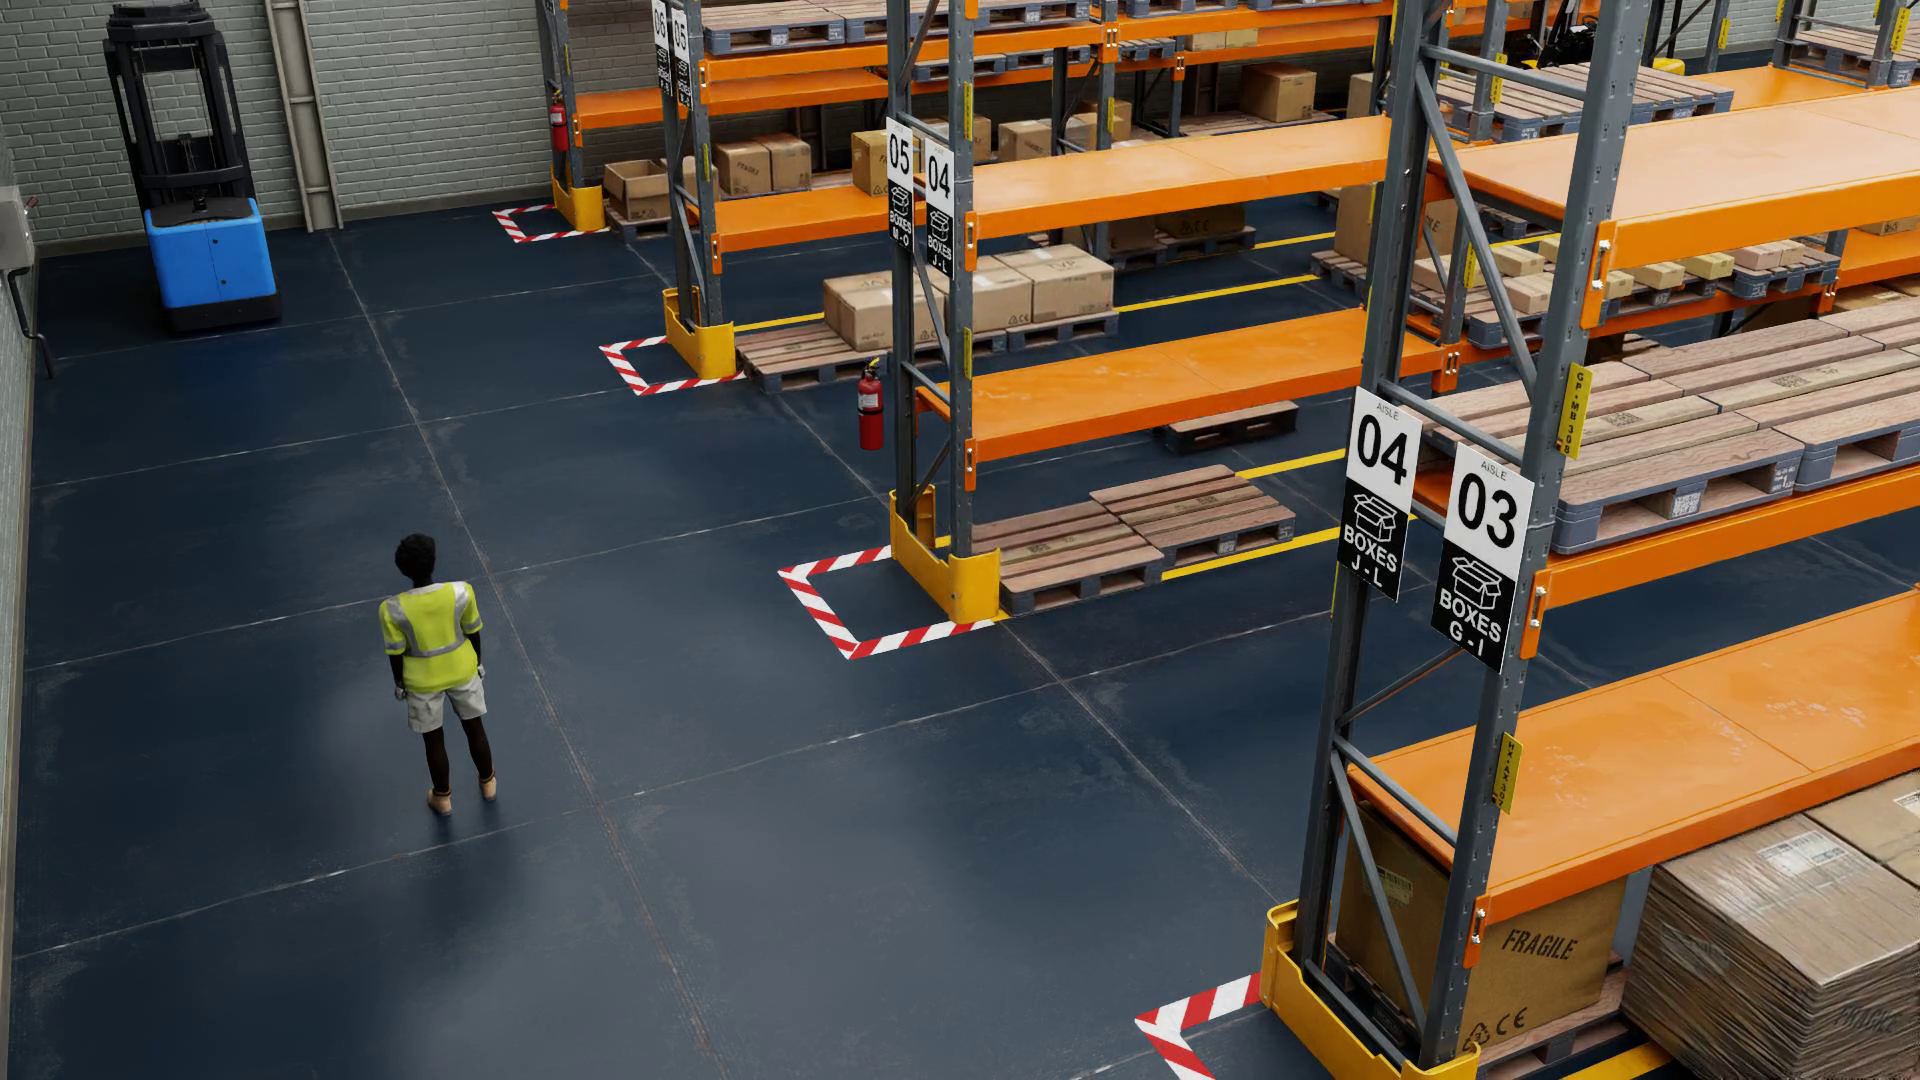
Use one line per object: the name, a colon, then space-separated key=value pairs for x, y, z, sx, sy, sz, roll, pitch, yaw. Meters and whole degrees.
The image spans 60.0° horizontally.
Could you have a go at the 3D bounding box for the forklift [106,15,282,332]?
forklift: x=-7.548 y=-3.672 z=16.323 sx=1.129 sy=2.768 sz=1.873 roll=-12 pitch=30 yaw=-22

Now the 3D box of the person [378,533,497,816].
person: x=-2.855 y=0.744 z=9.122 sx=0.534 sy=1.699 sz=0.322 roll=-15 pitch=31 yaw=-26

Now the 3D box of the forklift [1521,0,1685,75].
forklift: x=8.950 y=-6.807 z=23.056 sx=1.214 sy=2.155 sz=2.313 roll=-12 pitch=30 yaw=-22
